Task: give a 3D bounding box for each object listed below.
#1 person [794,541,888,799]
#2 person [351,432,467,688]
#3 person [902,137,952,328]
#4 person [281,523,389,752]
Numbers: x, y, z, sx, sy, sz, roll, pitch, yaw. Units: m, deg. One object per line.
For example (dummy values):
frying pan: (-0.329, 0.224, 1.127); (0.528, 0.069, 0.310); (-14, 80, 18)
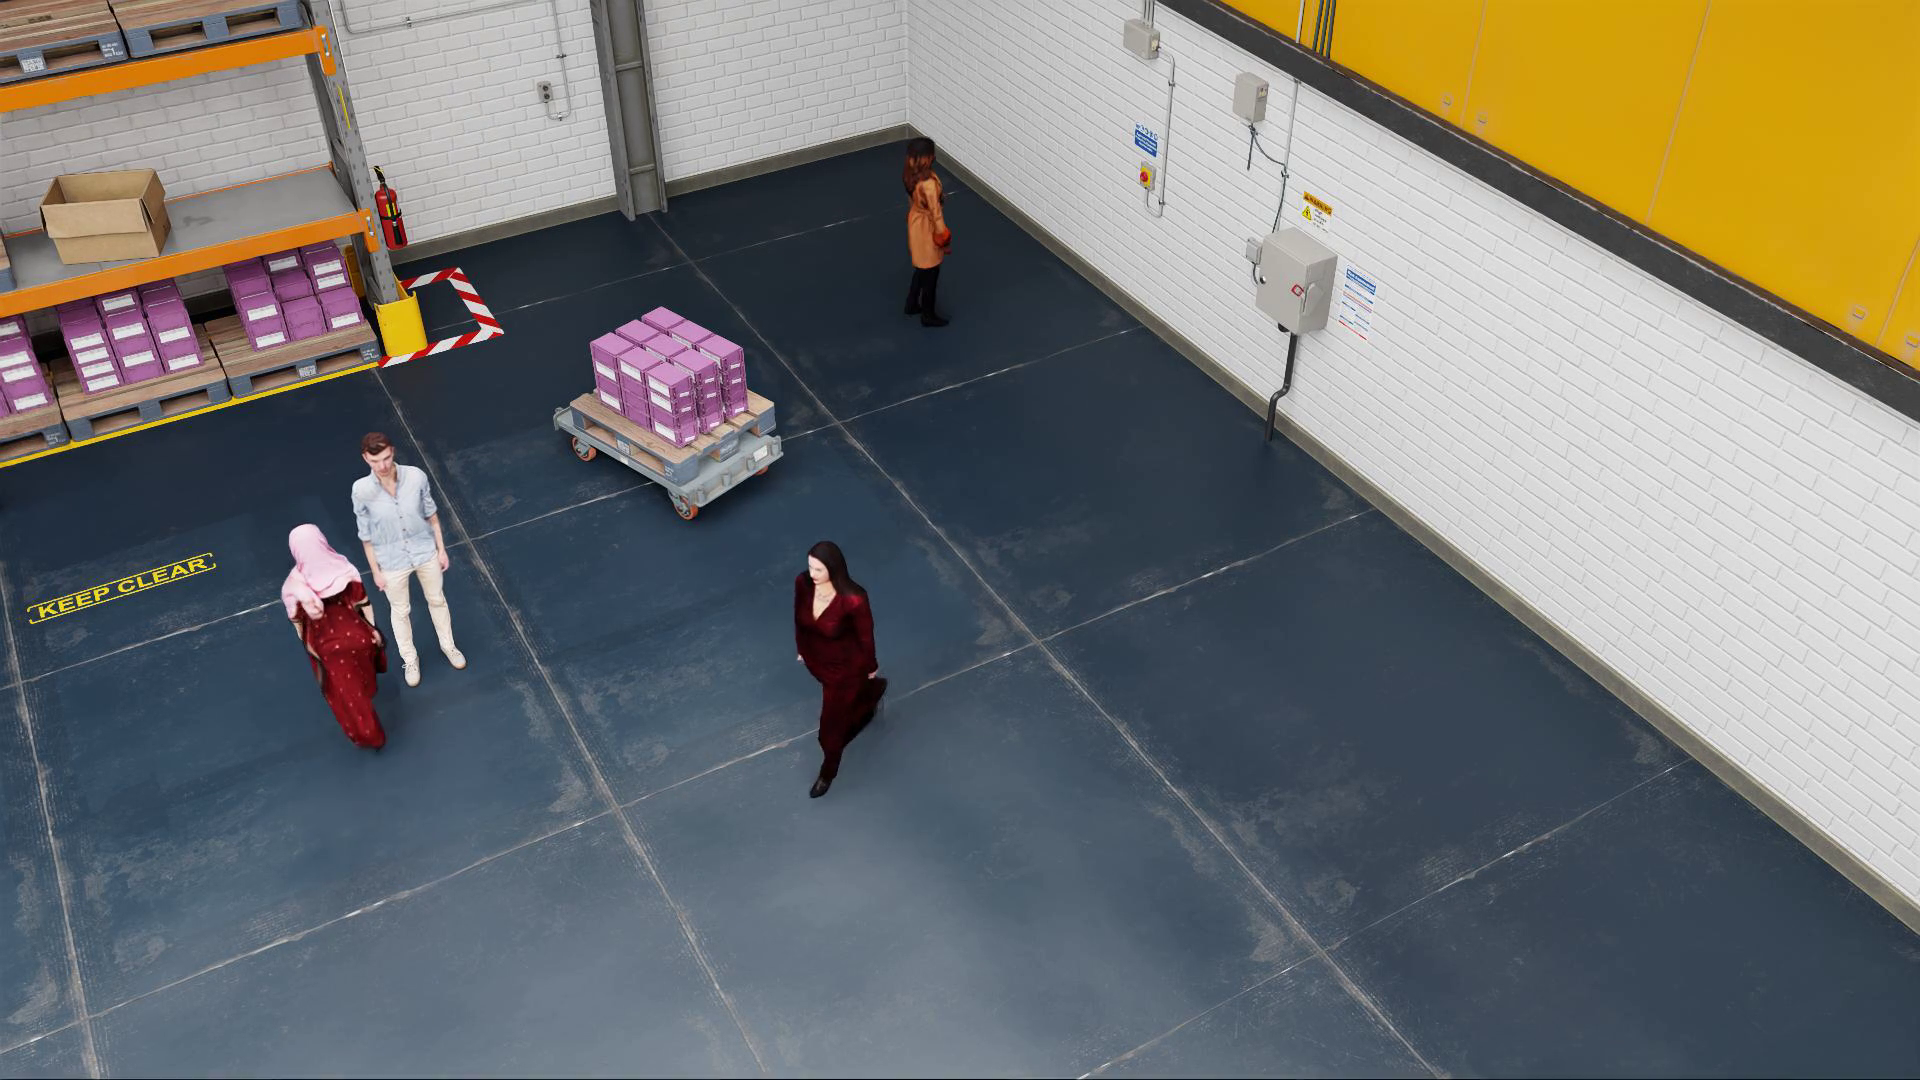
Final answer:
person: (-0.682, 0.650, 9.899); (0.951, 1.708, 1.203); (24, 45, 27)
person: (-3.487, 0.090, 10.489); (0.462, 1.847, 0.707); (-21, 43, -24)
person: (-0.328, -2.551, 13.897); (0.696, 1.721, 0.764); (-12, 40, -15)
person: (-3.721, 0.618, 9.998); (0.927, 1.635, 0.740); (-17, 42, -21)
